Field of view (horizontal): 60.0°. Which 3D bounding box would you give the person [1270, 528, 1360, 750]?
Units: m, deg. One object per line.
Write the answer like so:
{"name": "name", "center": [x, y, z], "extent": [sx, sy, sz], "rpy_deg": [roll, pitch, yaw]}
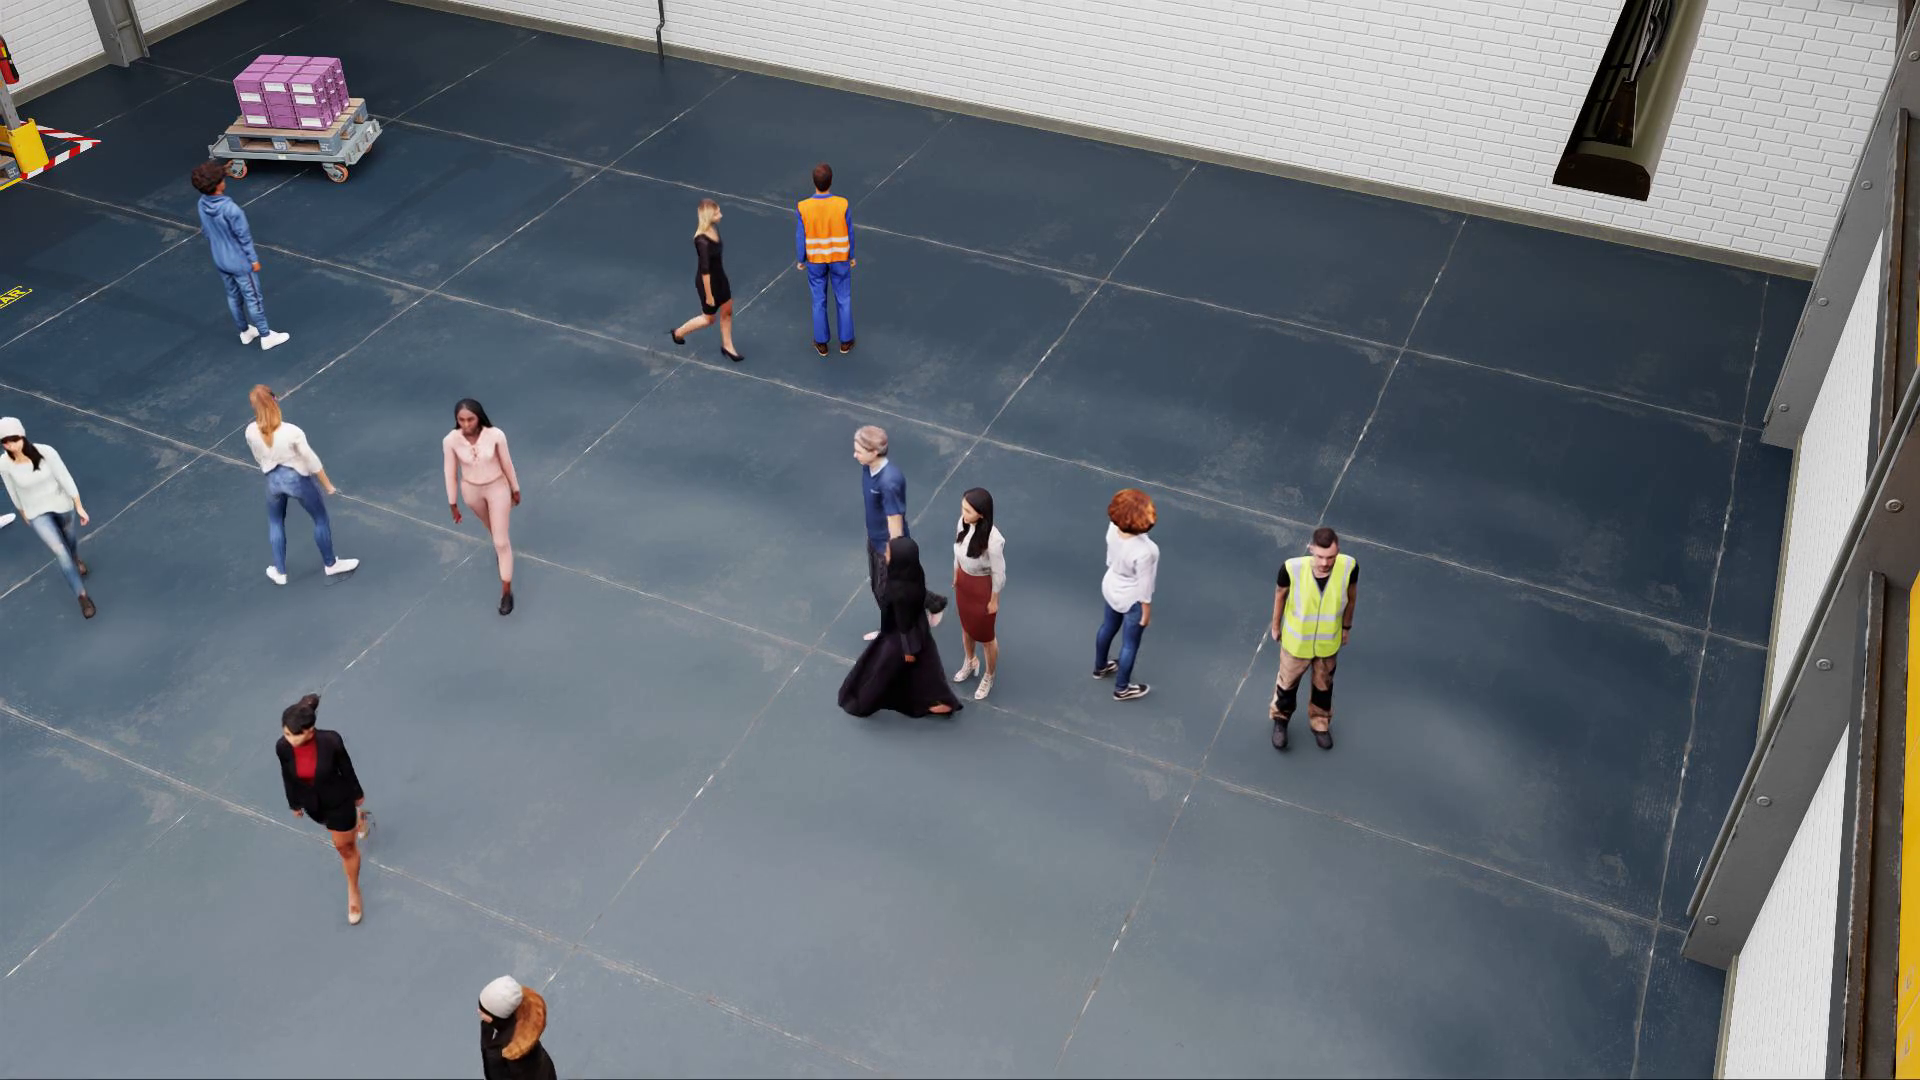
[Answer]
{"name": "person", "center": [2.351, 0.628, 11.097], "extent": [0.830, 1.842, 0.864], "rpy_deg": [0, 39, 0]}

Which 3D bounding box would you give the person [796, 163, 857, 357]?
{"name": "person", "center": [-1.196, -2.533, 15.037], "extent": [0.790, 1.864, 0.796], "rpy_deg": [-4, 39, -5]}

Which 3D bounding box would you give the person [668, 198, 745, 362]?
{"name": "person", "center": [-2.302, -2.295, 14.910], "extent": [0.789, 1.651, 0.918], "rpy_deg": [3, 39, 4]}

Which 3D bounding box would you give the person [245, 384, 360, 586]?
{"name": "person", "center": [-4.995, -0.405, 12.490], "extent": [0.904, 1.718, 0.776], "rpy_deg": [15, 41, 18]}

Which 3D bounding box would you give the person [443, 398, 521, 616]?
{"name": "person", "center": [-3.551, -0.373, 12.486], "extent": [1.080, 1.673, 1.272], "rpy_deg": [-5, 39, -6]}

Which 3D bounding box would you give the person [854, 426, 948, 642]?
{"name": "person", "center": [-0.438, -0.023, 11.915], "extent": [1.037, 1.839, 0.976], "rpy_deg": [-16, 41, -19]}

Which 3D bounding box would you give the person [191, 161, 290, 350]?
{"name": "person", "center": [-6.618, -2.588, 15.148], "extent": [0.666, 1.811, 0.550], "rpy_deg": [17, 42, 20]}

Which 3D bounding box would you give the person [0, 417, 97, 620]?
{"name": "person", "center": [-6.795, -0.264, 12.412], "extent": [1.145, 1.594, 1.029], "rpy_deg": [-24, 44, -27]}

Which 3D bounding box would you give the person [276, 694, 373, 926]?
{"name": "person", "center": [-3.822, 1.550, 10.132], "extent": [0.873, 1.606, 1.100], "rpy_deg": [0, 39, 0]}

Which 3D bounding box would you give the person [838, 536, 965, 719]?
{"name": "person", "center": [-0.297, 0.613, 11.302], "extent": [0.839, 1.609, 1.100], "rpy_deg": [7, 39, 9]}

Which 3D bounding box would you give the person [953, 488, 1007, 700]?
{"name": "person", "center": [0.116, 0.365, 11.499], "extent": [0.658, 1.750, 0.675], "rpy_deg": [-27, 46, -30]}

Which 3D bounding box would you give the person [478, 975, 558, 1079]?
{"name": "person", "center": [-2.192, 2.764, 8.596], "extent": [0.963, 1.625, 0.903], "rpy_deg": [-13, 40, -16]}

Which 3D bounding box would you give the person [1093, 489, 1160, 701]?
{"name": "person", "center": [1.133, 0.366, 11.533], "extent": [0.776, 1.706, 0.743], "rpy_deg": [-19, 42, -22]}
